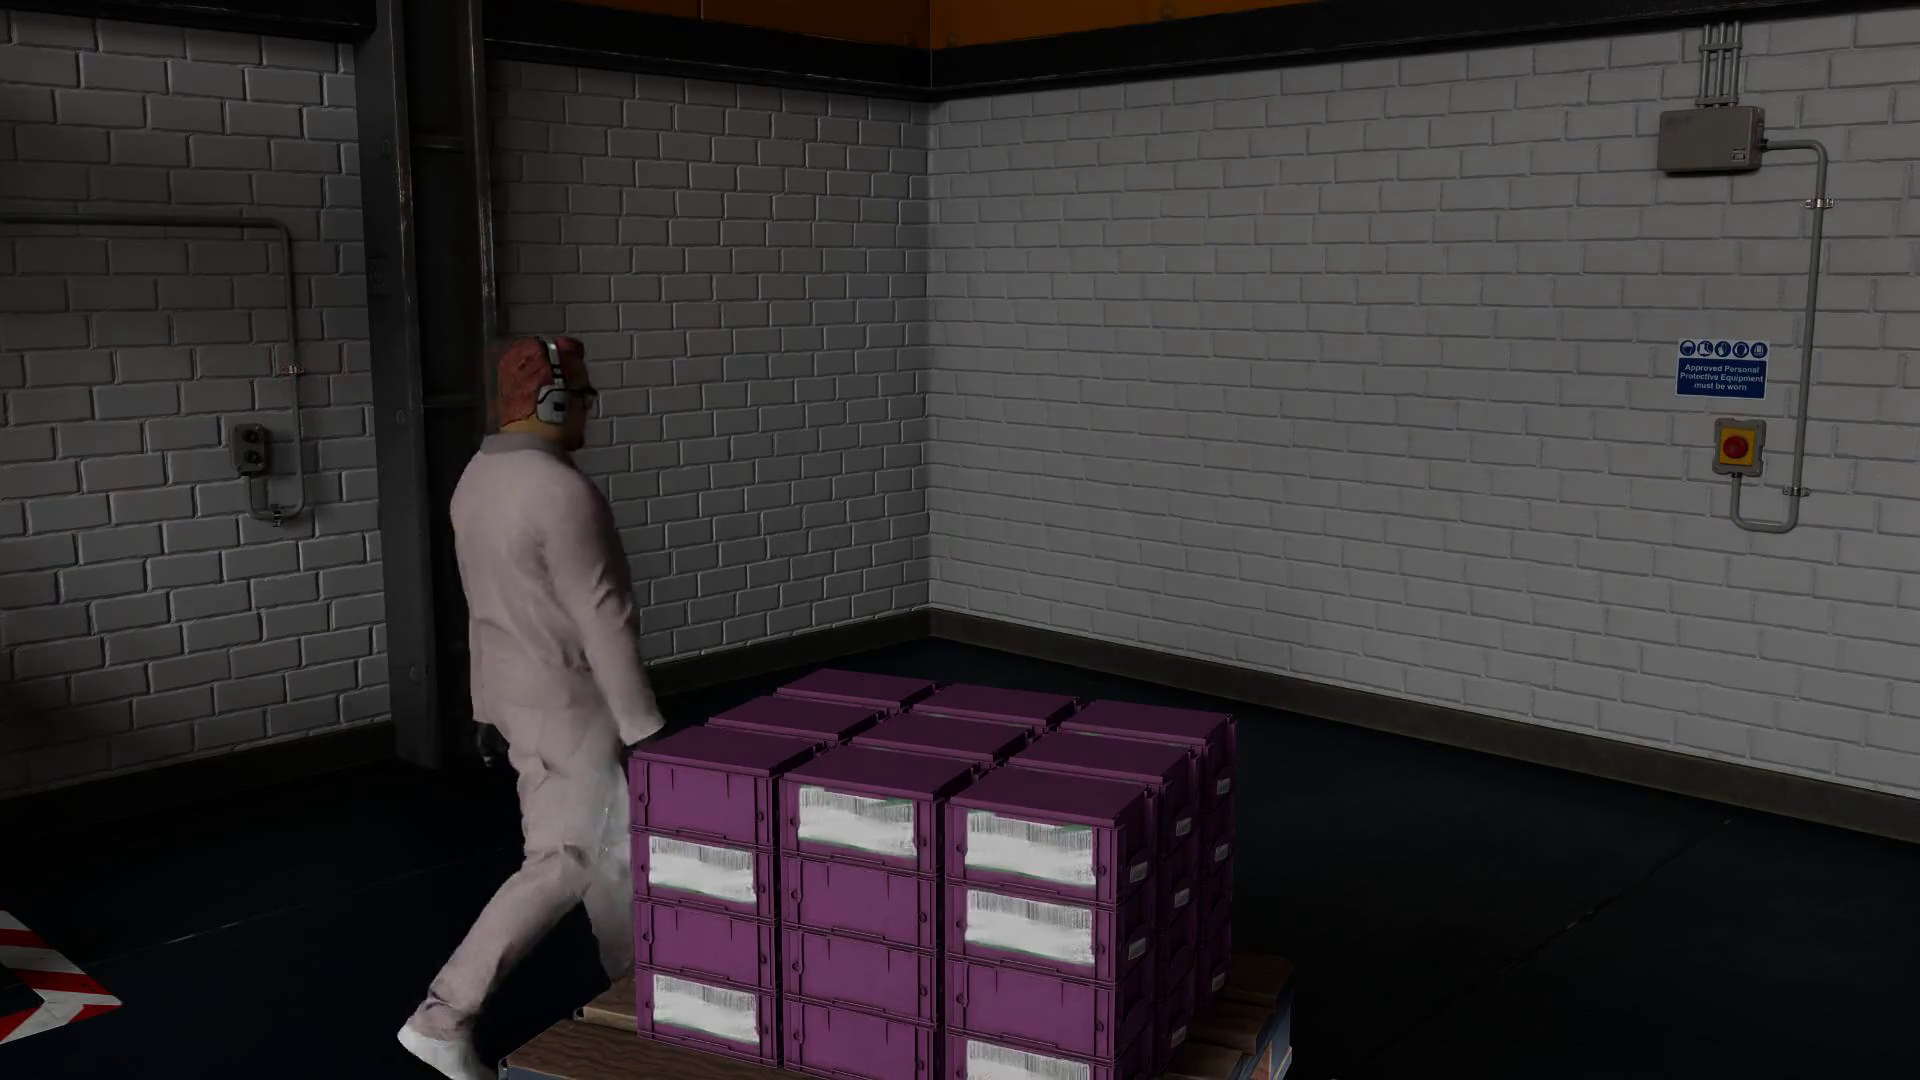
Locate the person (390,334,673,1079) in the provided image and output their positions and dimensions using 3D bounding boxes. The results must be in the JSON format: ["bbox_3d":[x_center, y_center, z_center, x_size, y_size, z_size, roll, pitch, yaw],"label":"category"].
[{"bbox_3d":[-1.035,0.416,4.187,0.893,1.867,0.644,-6,11,-33],"label":"person"}]
